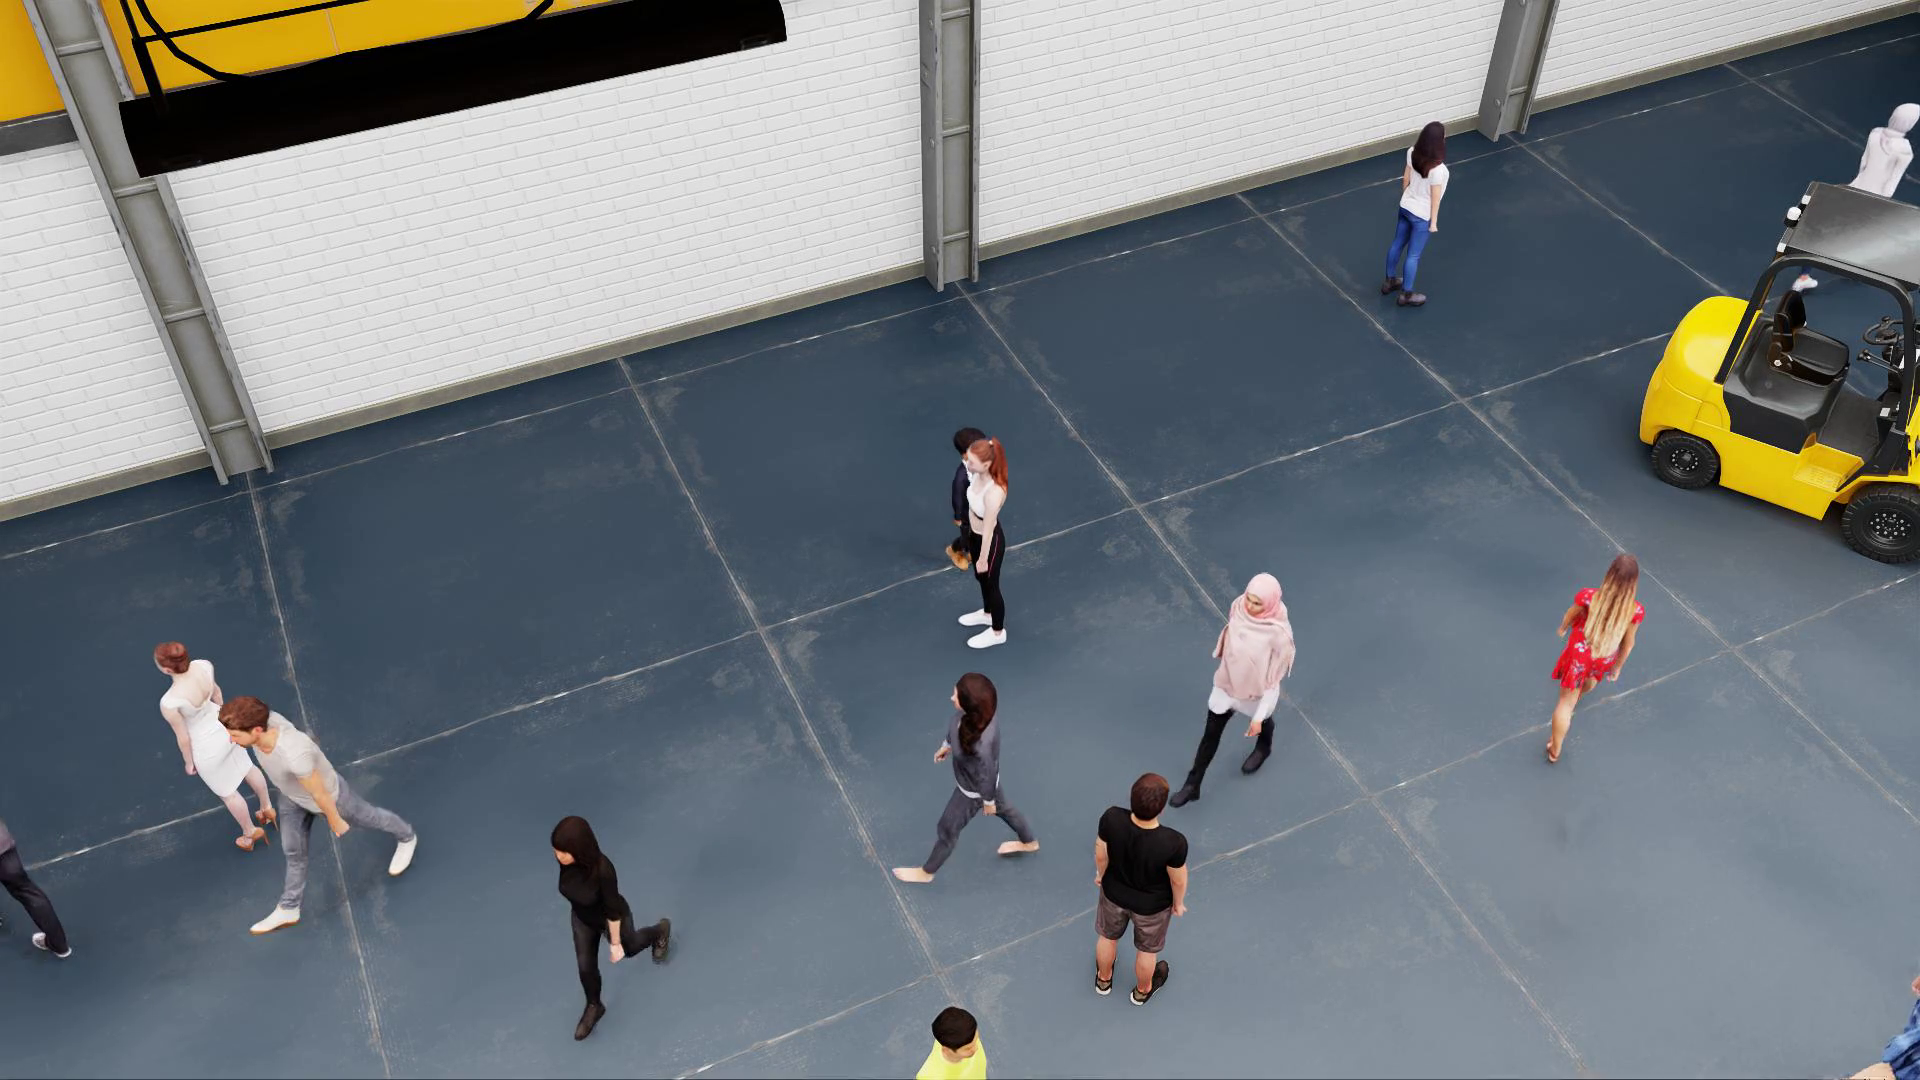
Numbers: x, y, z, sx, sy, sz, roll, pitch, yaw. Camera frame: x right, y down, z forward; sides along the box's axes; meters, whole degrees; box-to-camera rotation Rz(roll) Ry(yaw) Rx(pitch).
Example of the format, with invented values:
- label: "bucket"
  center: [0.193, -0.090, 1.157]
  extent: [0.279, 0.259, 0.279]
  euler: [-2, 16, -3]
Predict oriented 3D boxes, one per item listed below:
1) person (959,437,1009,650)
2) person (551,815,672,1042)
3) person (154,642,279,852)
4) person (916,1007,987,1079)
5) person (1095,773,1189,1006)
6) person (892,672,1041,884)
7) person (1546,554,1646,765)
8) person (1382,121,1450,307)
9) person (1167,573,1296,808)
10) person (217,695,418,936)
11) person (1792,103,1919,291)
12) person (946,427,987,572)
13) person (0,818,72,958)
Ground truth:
- label: "person"
  center: [0.179, 0.006, 10.956]
  extent: [0.587, 1.746, 0.618]
  euler: [-8, 44, -8]
- label: "person"
  center: [-1.882, 1.982, 8.977]
  extent: [0.984, 1.614, 1.081]
  euler: [17, 46, 17]
- label: "person"
  center: [-4.336, 1.189, 9.682]
  extent: [0.675, 1.790, 0.629]
  euler: [12, 45, 12]
- label: "person"
  center: [-0.039, 2.769, 8.082]
  extent: [0.751, 1.709, 0.697]
  euler: [13, 45, 14]
- label: "person"
  center: [0.937, 1.880, 8.905]
  extent: [0.761, 1.862, 0.807]
  euler: [17, 46, 17]
- label: "person"
  center: [0.178, 1.353, 9.566]
  extent: [1.216, 1.713, 0.909]
  euler: [-3, 44, -3]
- label: "person"
  center: [3.878, 0.775, 10.286]
  extent: [0.991, 1.556, 1.036]
  euler: [12, 45, 13]
- label: "person"
  center: [3.802, -2.717, 13.859]
  extent: [0.508, 1.683, 0.593]
  euler: [-17, 46, -17]
- label: "person"
  center: [1.814, 0.848, 10.061]
  extent: [1.199, 1.762, 0.887]
  euler: [-34, 53, -31]
- label: "person"
  center: [-3.595, 1.404, 9.454]
  extent: [1.118, 1.793, 1.369]
  euler: [23, 48, 22]
- label: "person"
  center: [7.500, -2.813, 13.926]
  extent: [1.136, 1.730, 0.704]
  euler: [-16, 46, -16]
- label: "person"
  center: [0.024, -0.291, 11.649]
  extent: [0.677, 1.219, 0.606]
  euler: [23, 48, 22]
- label: "person"
  center: [-5.340, 1.711, 9.123]
  extent: [1.117, 1.805, 1.103]
  euler: [18, 46, 18]
